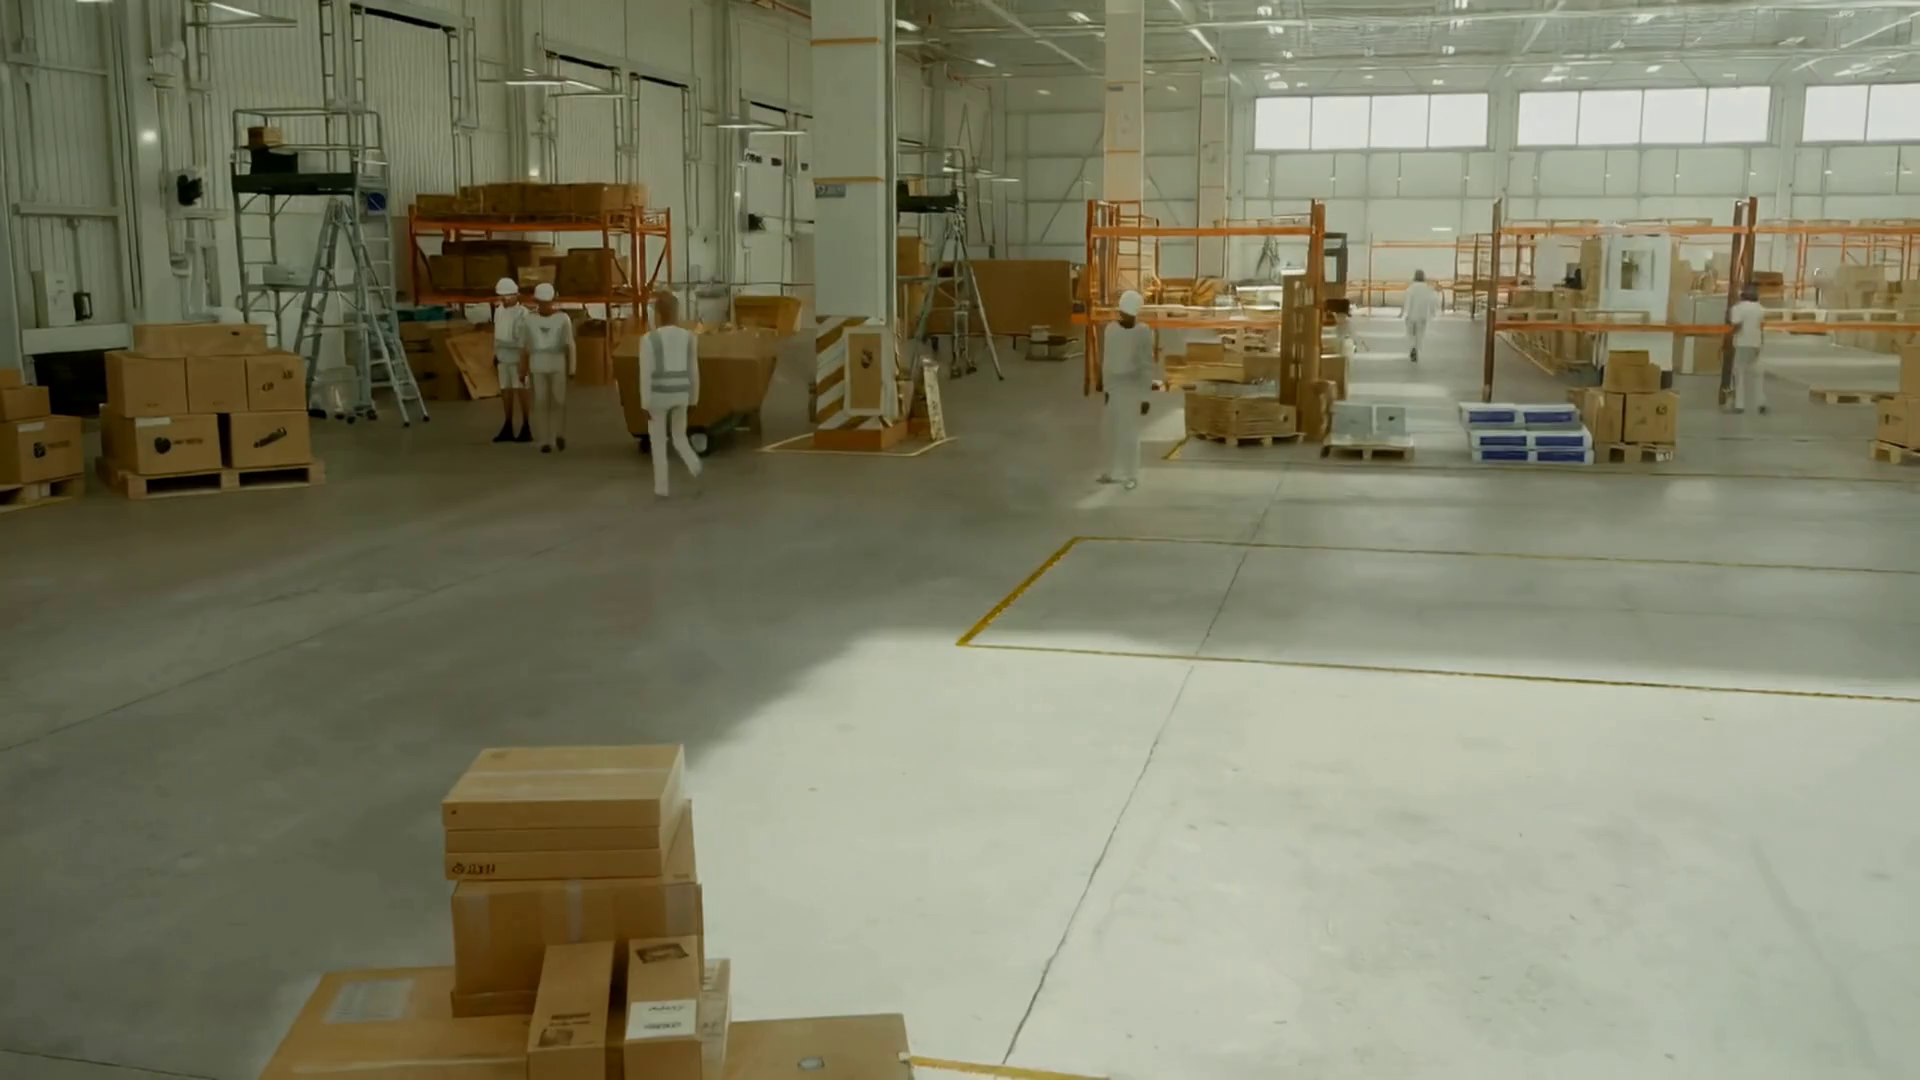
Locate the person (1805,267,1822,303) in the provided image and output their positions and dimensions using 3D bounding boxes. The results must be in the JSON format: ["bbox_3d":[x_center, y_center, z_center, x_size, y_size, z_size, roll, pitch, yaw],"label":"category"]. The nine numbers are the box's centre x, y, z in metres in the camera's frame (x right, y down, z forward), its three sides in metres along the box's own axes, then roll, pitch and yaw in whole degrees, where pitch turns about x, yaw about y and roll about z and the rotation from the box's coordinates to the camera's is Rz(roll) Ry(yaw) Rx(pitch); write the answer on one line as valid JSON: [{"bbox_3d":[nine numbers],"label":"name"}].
[{"bbox_3d":[26.789,-7.623,52.256,1.023,1.861,0.585,1,10,6],"label":"person"}]

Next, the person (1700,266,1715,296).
[{"bbox_3d":[22.814,-7.401,50.806,0.363,1.929,0.628,6,11,30],"label":"person"}]

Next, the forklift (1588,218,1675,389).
[{"bbox_3d":[11.277,-3.966,27.757,1.129,2.768,1.873,2,10,14],"label":"forklift"}]

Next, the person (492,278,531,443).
[{"bbox_3d":[-5.288,-2.108,19.585,0.542,1.939,0.365,5,11,28],"label":"person"}]

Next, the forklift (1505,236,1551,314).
[{"bbox_3d":[18.170,-8.101,52.104,1.873,2.768,1.129,1,10,7],"label":"forklift"}]

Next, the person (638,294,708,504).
[{"bbox_3d":[-2.510,-1.215,14.566,0.583,1.868,0.615,-8,13,-41],"label":"person"}]

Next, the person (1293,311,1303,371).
[{"bbox_3d":[6.625,-4.102,31.929,0.324,1.735,0.490,6,11,30],"label":"person"}]

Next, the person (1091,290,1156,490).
[{"bbox_3d":[1.549,-1.395,15.558,0.647,1.878,0.498,8,13,40],"label":"person"}]

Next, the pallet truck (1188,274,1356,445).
[{"bbox_3d":[3.653,-2.138,19.590,1.885,1.965,0.823,-4,10,-20],"label":"pallet truck"}]

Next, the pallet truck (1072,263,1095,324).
[{"bbox_3d":[4.325,-8.180,55.162,0.823,1.965,1.885,6,11,31],"label":"pallet truck"}]

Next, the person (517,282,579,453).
[{"bbox_3d":[-4.572,-1.902,18.482,0.663,1.898,0.536,-2,10,-14],"label":"person"}]

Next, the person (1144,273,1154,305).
[{"bbox_3d":[6.054,-7.762,53.658,0.594,1.675,0.546,-6,11,-30],"label":"person"}]

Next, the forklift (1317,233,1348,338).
[{"bbox_3d":[9.748,-6.755,44.179,1.129,2.768,1.873,2,10,10],"label":"forklift"}]

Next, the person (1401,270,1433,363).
[{"bbox_3d":[9.445,-4.617,34.412,0.658,1.921,0.442,1,10,4],"label":"person"}]

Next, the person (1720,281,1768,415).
[{"bbox_3d":[10.921,-2.639,23.007,0.686,1.846,0.406,-2,10,-12],"label":"person"}]
